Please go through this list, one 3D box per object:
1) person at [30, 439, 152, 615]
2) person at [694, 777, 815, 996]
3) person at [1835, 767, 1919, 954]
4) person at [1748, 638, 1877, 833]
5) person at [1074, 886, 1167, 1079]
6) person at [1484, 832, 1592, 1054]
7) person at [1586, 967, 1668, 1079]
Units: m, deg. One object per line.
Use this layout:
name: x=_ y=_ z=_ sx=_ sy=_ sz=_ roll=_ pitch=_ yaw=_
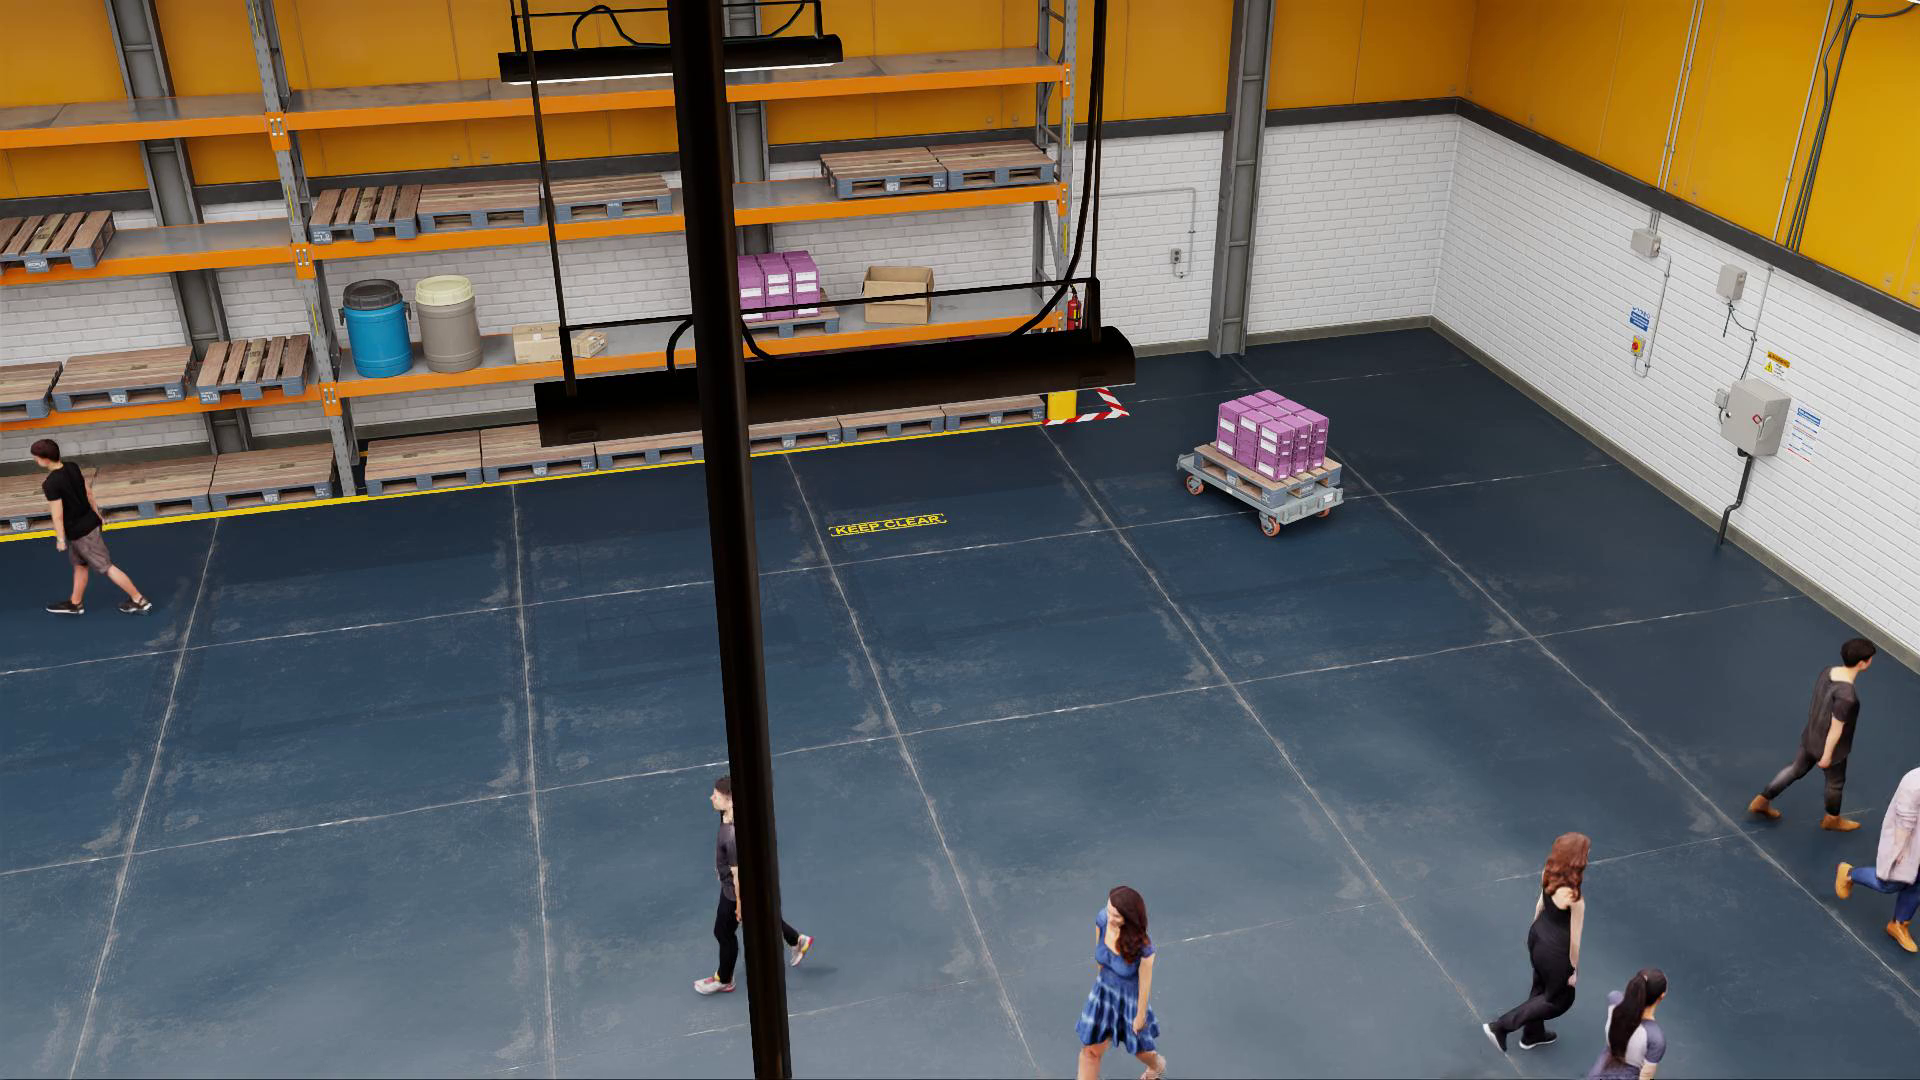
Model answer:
person: x=-7.967 y=-0.096 z=15.271 sx=1.182 sy=1.816 sz=0.783 roll=0 pitch=29 yaw=-1
person: x=-1.389 y=2.270 z=11.008 sx=1.094 sy=1.744 sz=0.756 roll=-3 pitch=29 yaw=-6
person: x=6.539 y=2.015 z=11.494 sx=0.851 sy=1.727 sz=0.768 roll=-10 pitch=30 yaw=-17
person: x=6.437 y=1.480 z=12.520 sx=1.142 sy=1.682 sz=0.875 roll=2 pitch=29 yaw=3
person: x=1.028 y=2.789 z=10.018 sx=1.109 sy=1.781 sz=0.941 roll=-25 pitch=37 yaw=-38
person: x=3.631 y=2.585 z=10.443 sx=0.817 sy=1.731 sz=0.585 roll=-6 pitch=29 yaw=-11
person: x=3.727 y=3.136 z=9.567 sx=1.126 sy=1.602 sz=0.771 roll=-14 pitch=32 yaw=-24
